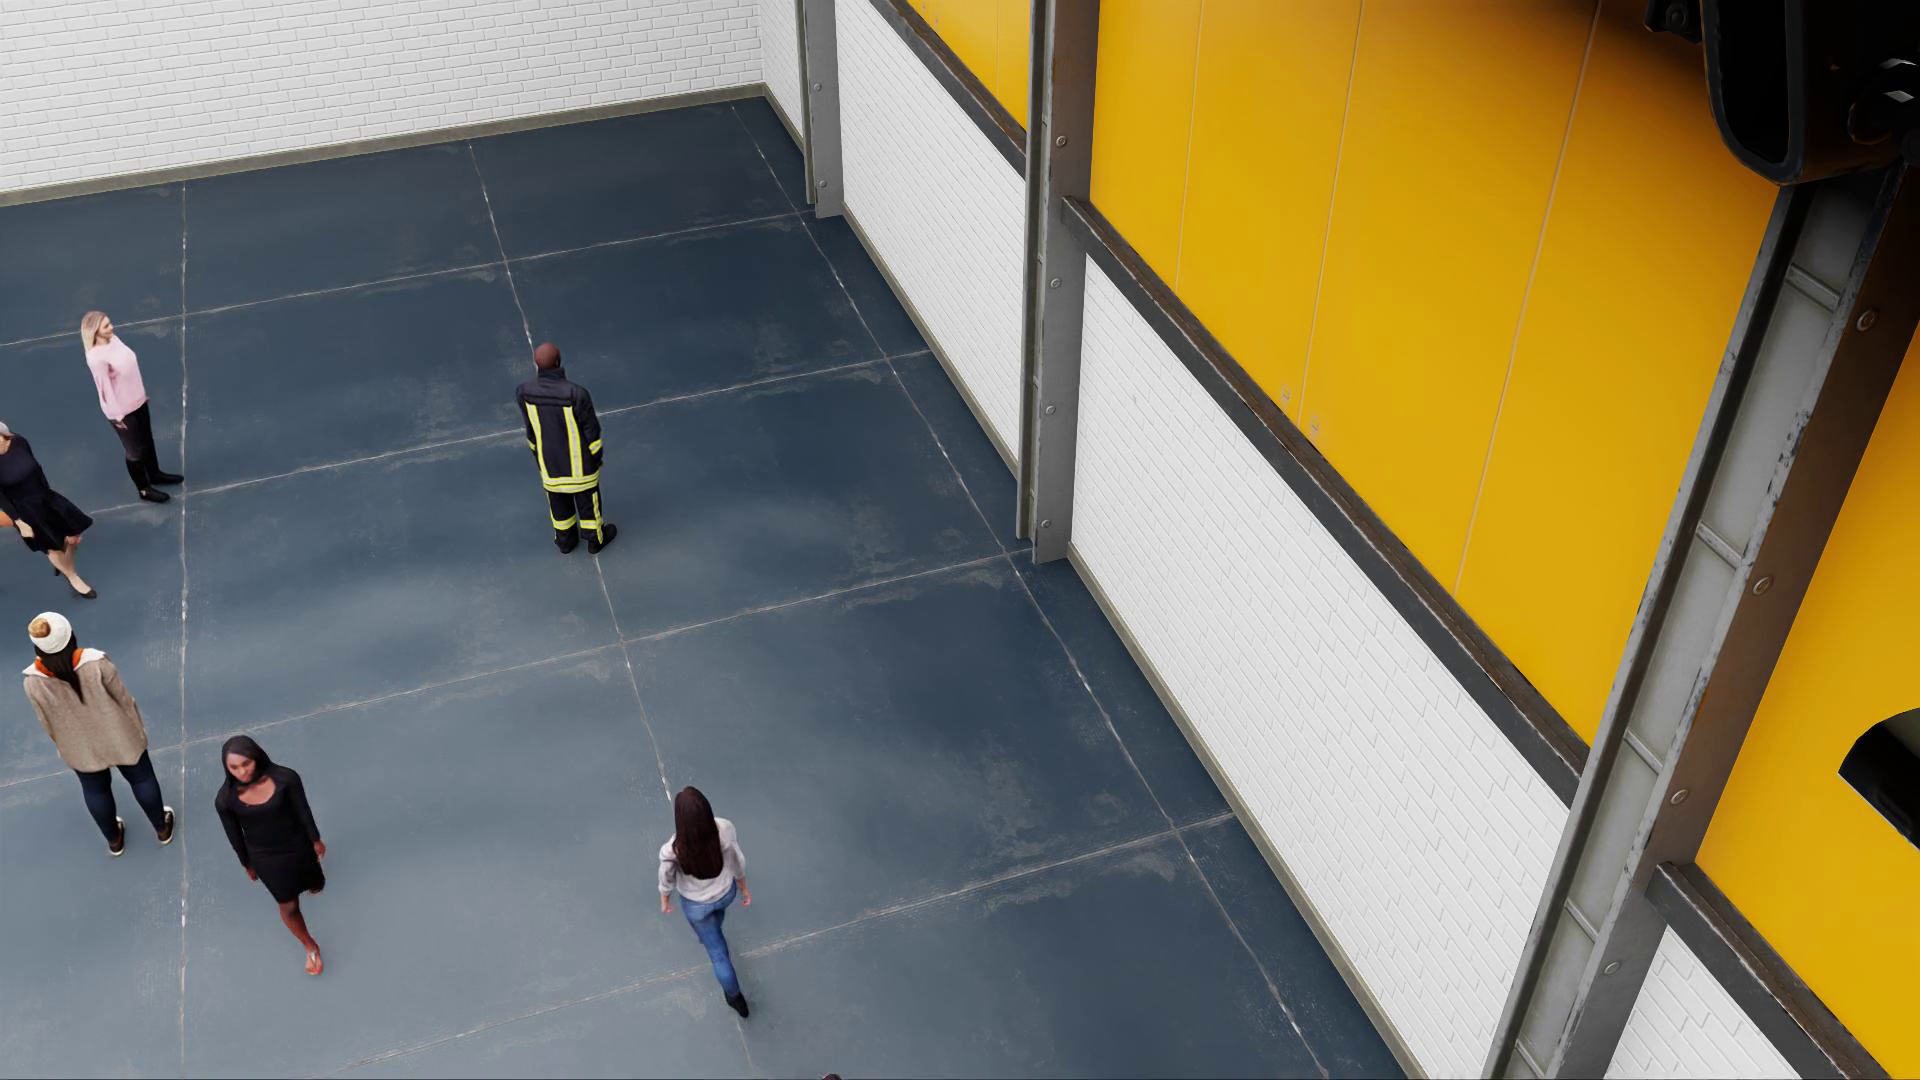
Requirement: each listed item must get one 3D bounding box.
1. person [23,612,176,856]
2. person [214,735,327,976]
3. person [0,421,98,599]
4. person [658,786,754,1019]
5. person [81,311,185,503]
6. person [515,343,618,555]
[{"bbox_3d":[-5.237,1.161,10.072,0.691,1.892,0.677,-9,40,-12],"label":"person"},{"bbox_3d":[-3.895,1.721,9.522,0.704,1.704,0.955,-19,42,-22],"label":"person"},{"bbox_3d":[-6.696,-0.204,11.917,0.868,1.723,0.808,13,40,15],"label":"person"},{"bbox_3d":[-1.349,2.045,9.208,0.799,1.590,1.083,-23,44,-26],"label":"person"},{"bbox_3d":[-6.545,-1.052,13.009,0.729,1.686,0.599,0,39,0],"label":"person"},{"bbox_3d":[-2.951,-0.687,12.444,0.860,1.822,0.860,6,39,7],"label":"person"}]
